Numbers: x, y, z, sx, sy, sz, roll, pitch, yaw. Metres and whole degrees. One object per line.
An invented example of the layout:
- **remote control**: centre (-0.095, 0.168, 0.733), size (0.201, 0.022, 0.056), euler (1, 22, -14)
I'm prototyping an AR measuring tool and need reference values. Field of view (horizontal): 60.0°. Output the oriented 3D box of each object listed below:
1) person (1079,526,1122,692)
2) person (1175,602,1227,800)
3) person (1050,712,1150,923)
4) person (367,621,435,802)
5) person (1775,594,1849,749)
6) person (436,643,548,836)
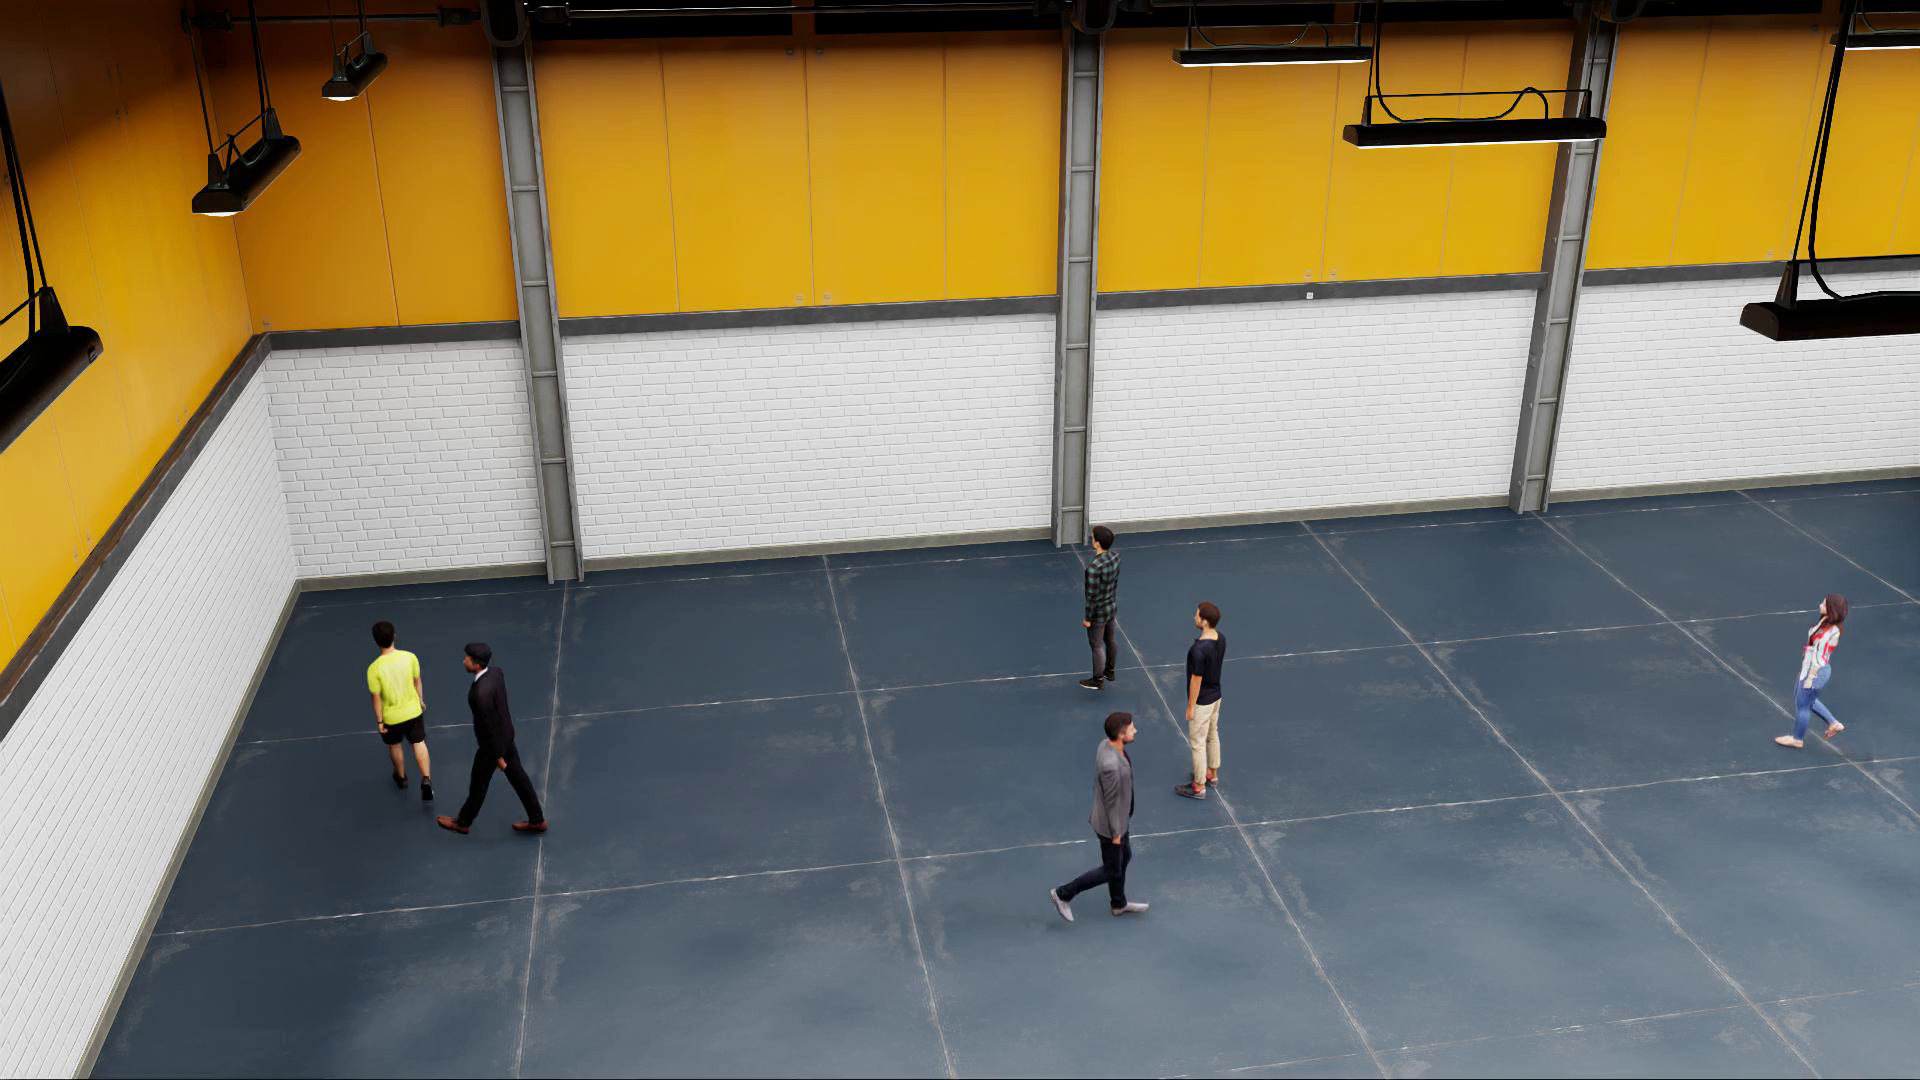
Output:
- **person**: centre (1.392, 0.647, 16.327), size (0.775, 1.715, 0.718), euler (18, 29, 35)
- **person**: centre (2.181, 1.411, 14.763), size (0.749, 1.854, 0.695), euler (15, 28, 30)
- **person**: centre (1.103, 2.194, 12.971), size (1.091, 1.855, 0.828), euler (1, 24, 2)
- **person**: centre (-4.916, 1.528, 14.698), size (1.029, 1.691, 0.913), euler (-14, 27, -29)
- **person**: centre (8.032, 1.247, 15.453), size (0.912, 1.602, 0.828), euler (11, 26, 24)
- **person**: centre (-3.835, 1.711, 14.105), size (1.219, 1.832, 0.888), euler (1, 24, 3)
